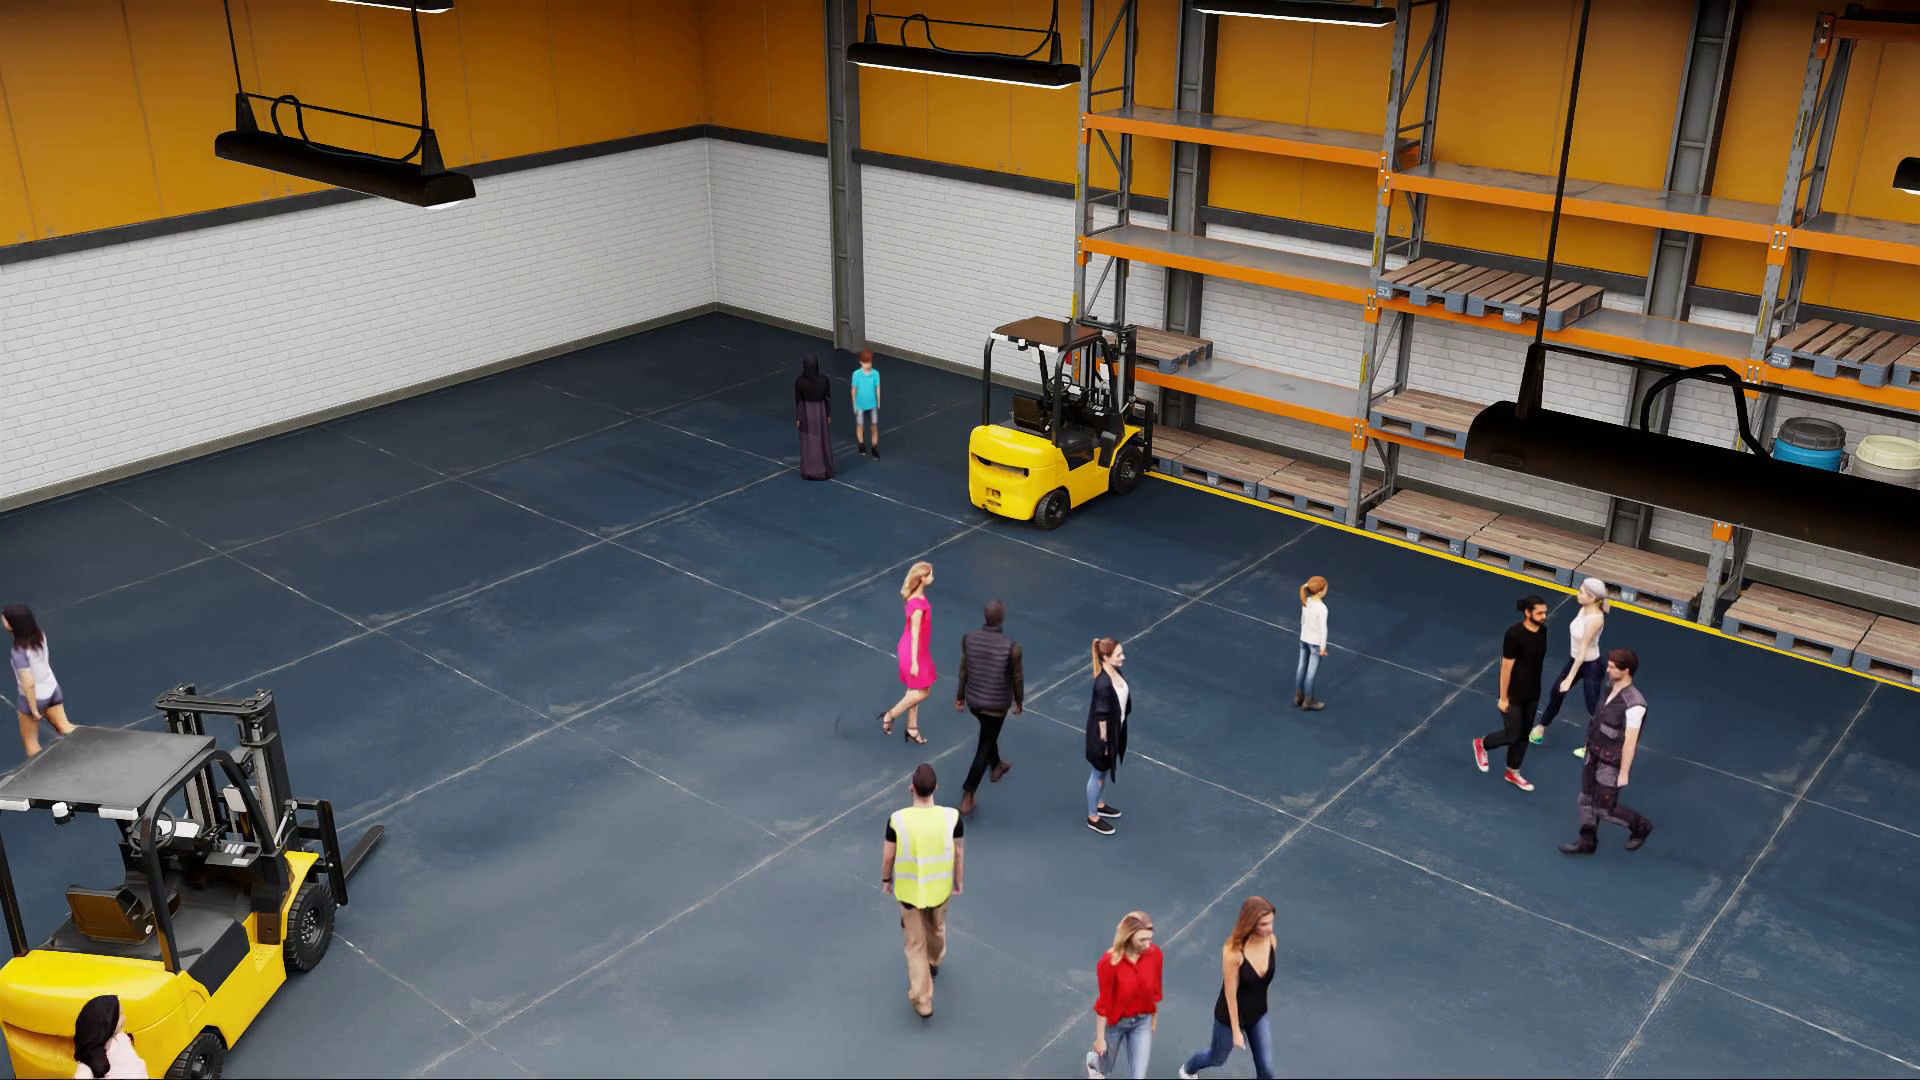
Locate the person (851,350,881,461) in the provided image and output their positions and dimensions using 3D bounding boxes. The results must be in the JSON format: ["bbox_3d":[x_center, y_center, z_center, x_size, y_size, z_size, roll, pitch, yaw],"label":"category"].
[{"bbox_3d":[-1.228,-1.768,21.255,0.749,1.423,0.820,-3,24,-7],"label":"person"}]

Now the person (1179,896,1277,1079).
[{"bbox_3d":[1.674,2.895,10.266,0.835,1.681,1.169,-13,27,-27],"label":"person"}]

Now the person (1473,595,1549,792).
[{"bbox_3d":[4.634,1.244,13.954,0.766,1.751,0.902,-15,28,-30],"label":"person"}]

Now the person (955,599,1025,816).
[{"bbox_3d":[0.190,1.391,13.579,1.163,1.784,0.890,12,27,26],"label":"person"}]

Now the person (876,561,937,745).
[{"bbox_3d":[-0.491,1.007,14.565,0.919,1.698,0.855,2,24,4],"label":"person"}]

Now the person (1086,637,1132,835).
[{"bbox_3d":[1.160,1.539,13.367,0.672,1.683,0.697,9,25,19],"label":"person"}]

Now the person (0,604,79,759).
[{"bbox_3d":[-7.583,1.308,13.866,1.106,1.706,0.991,0,24,0],"label":"person"}]

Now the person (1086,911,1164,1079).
[{"bbox_3d":[0.970,2.935,10.177,0.972,1.679,1.162,-8,25,-17],"label":"person"}]

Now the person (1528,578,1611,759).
[{"bbox_3d":[5.473,1.137,14.301,1.122,1.671,0.957,3,24,7],"label":"person"}]

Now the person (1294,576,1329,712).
[{"bbox_3d":[3.210,0.935,15.207,0.603,1.316,0.521,-11,26,-24],"label":"person"}]

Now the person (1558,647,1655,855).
[{"bbox_3d":[5.120,1.675,12.878,1.039,1.825,0.981,-2,24,-5],"label":"person"}]

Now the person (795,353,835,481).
[{"bbox_3d":[-1.806,-1.529,20.470,0.712,1.613,0.760,-5,24,-10],"label":"person"}]

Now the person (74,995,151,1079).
[{"bbox_3d":[-4.691,3.321,9.204,0.819,1.752,0.860,8,25,17],"label":"person"}]

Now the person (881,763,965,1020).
[{"bbox_3d":[-0.248,2.388,11.257,1.071,1.818,1.193,-5,24,-12],"label":"person"}]
